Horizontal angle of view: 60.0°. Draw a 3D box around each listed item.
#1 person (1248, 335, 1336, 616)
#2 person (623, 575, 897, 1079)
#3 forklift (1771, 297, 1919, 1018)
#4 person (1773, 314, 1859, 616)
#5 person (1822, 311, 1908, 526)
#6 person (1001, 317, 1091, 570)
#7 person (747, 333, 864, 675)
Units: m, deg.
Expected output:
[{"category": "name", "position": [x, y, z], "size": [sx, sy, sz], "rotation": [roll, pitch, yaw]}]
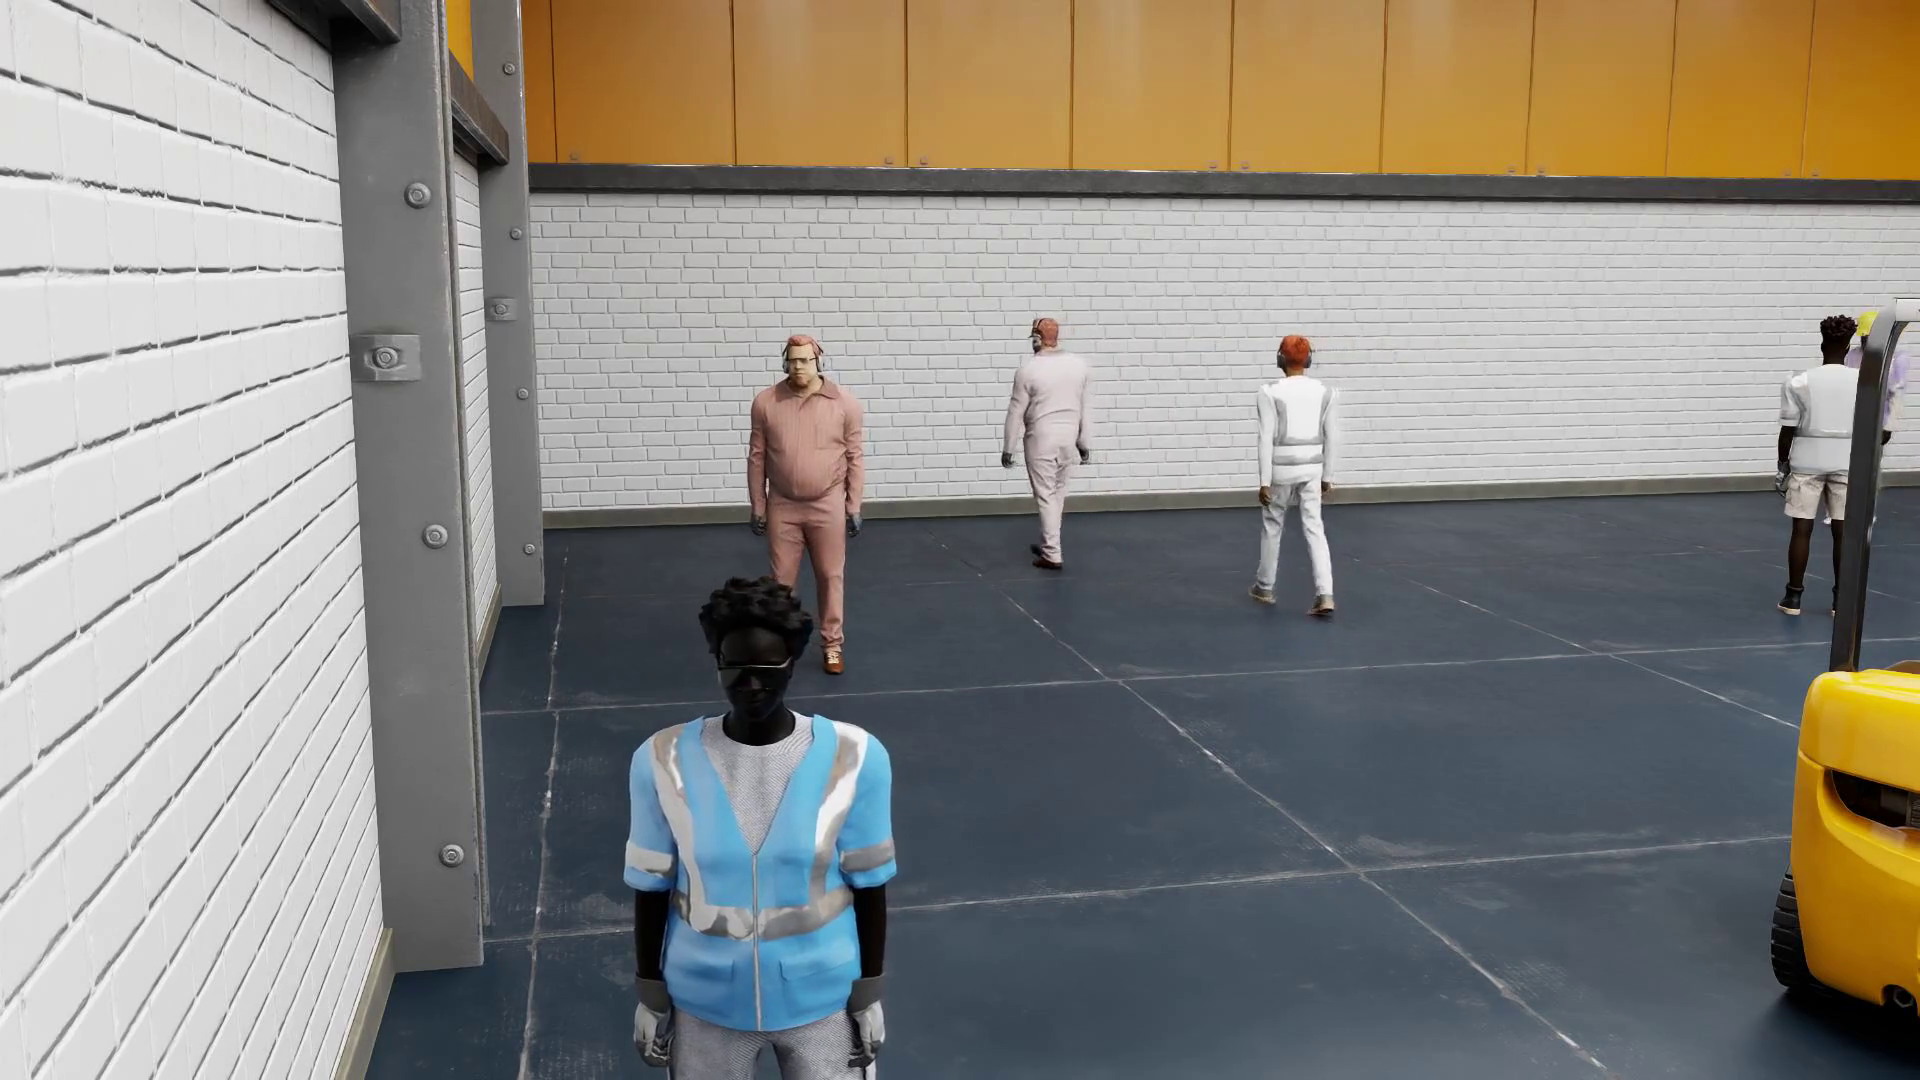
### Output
[{"category": "person", "position": [2.235, -0.430, 10.952], "size": [0.591, 1.839, 0.984], "rotation": [-2, 10, -14]}, {"category": "person", "position": [-0.389, 0.895, 3.281], "size": [0.534, 1.691, 0.320], "rotation": [0, 9, -2]}, {"category": "forklift", "position": [3.542, 0.334, 5.177], "size": [2.313, 2.155, 1.214], "rotation": [-9, 13, -43]}, {"category": "person", "position": [5.625, -0.476, 10.805], "size": [0.610, 1.965, 0.364], "rotation": [4, 10, 21]}, {"category": "person", "position": [7.849, -1.041, 14.455], "size": [0.611, 1.893, 0.614], "rotation": [-6, 11, -34]}, {"category": "person", "position": [0.586, -0.737, 12.620], "size": [0.678, 1.884, 0.738], "rotation": [-6, 11, -32]}, {"category": "person", "position": [-0.859, -0.189, 9.240], "size": [0.651, 1.906, 0.403], "rotation": [0, 9, 1]}]
